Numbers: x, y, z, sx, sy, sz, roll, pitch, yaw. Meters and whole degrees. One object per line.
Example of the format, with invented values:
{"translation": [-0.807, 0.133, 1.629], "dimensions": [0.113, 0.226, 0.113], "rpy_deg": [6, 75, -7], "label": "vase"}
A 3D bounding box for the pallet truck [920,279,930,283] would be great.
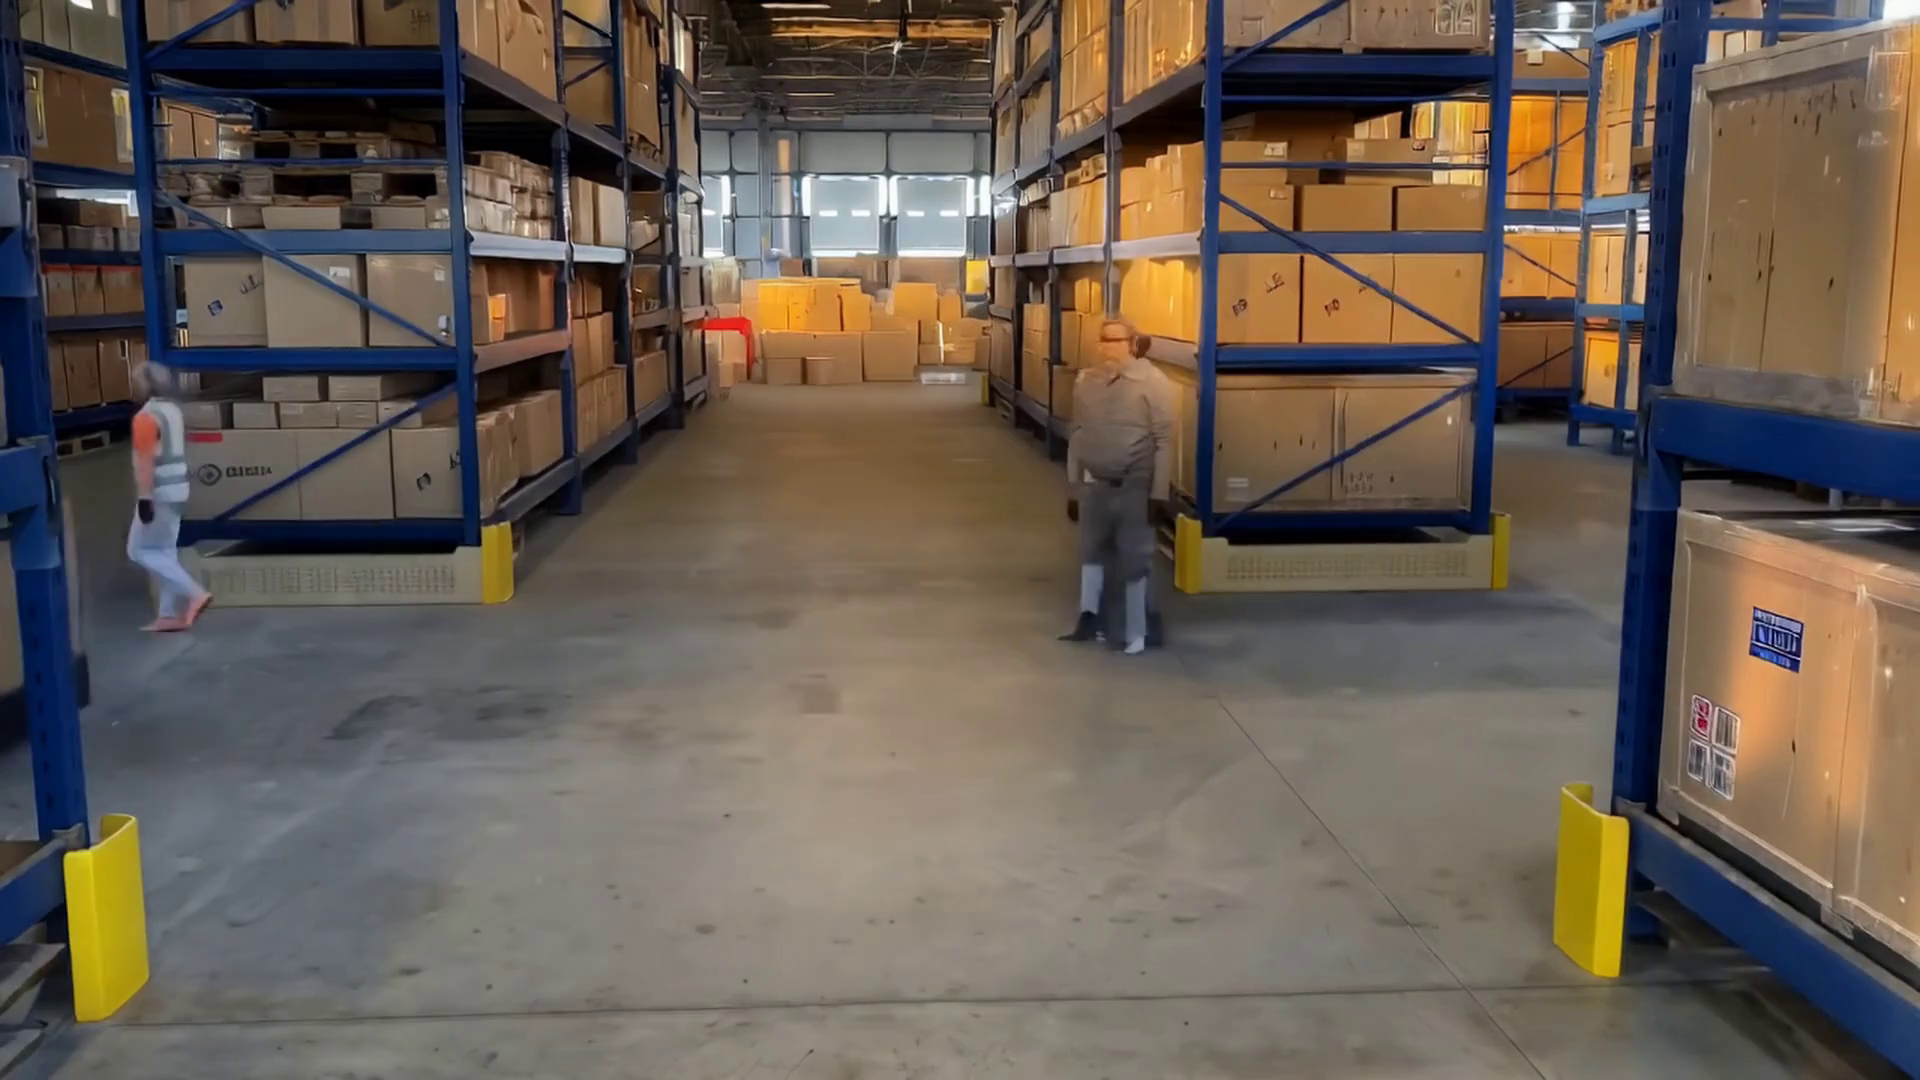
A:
{"translation": [-0.932, -8.922, 63.114], "dimensions": [1.885, 1.965, 0.823], "rpy_deg": [2, 9, 13], "label": "pallet truck"}

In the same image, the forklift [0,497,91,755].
{"translation": [-5.057, -0.464, 7.242], "dimensions": [1.873, 2.768, 1.129], "rpy_deg": [-1, 9, -4], "label": "forklift"}

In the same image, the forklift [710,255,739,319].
{"translation": [-8.368, -8.713, 59.038], "dimensions": [1.129, 2.768, 1.873], "rpy_deg": [-1, 9, -4], "label": "forklift"}

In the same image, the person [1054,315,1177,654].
{"translation": [0.855, -0.306, 9.365], "dimensions": [0.723, 1.899, 0.405], "rpy_deg": [6, 11, 34], "label": "person"}

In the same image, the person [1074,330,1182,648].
{"translation": [0.914, -0.279, 9.391], "dimensions": [0.674, 1.829, 0.533], "rpy_deg": [6, 11, 33], "label": "person"}

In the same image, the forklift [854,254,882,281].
{"translation": [-3.133, -8.342, 56.712], "dimensions": [1.129, 2.768, 1.873], "rpy_deg": [-6, 11, -32], "label": "forklift"}

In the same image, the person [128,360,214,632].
{"translation": [-4.691, -0.247, 9.806], "dimensions": [0.406, 1.621, 0.529], "rpy_deg": [-1, 9, -5], "label": "person"}
